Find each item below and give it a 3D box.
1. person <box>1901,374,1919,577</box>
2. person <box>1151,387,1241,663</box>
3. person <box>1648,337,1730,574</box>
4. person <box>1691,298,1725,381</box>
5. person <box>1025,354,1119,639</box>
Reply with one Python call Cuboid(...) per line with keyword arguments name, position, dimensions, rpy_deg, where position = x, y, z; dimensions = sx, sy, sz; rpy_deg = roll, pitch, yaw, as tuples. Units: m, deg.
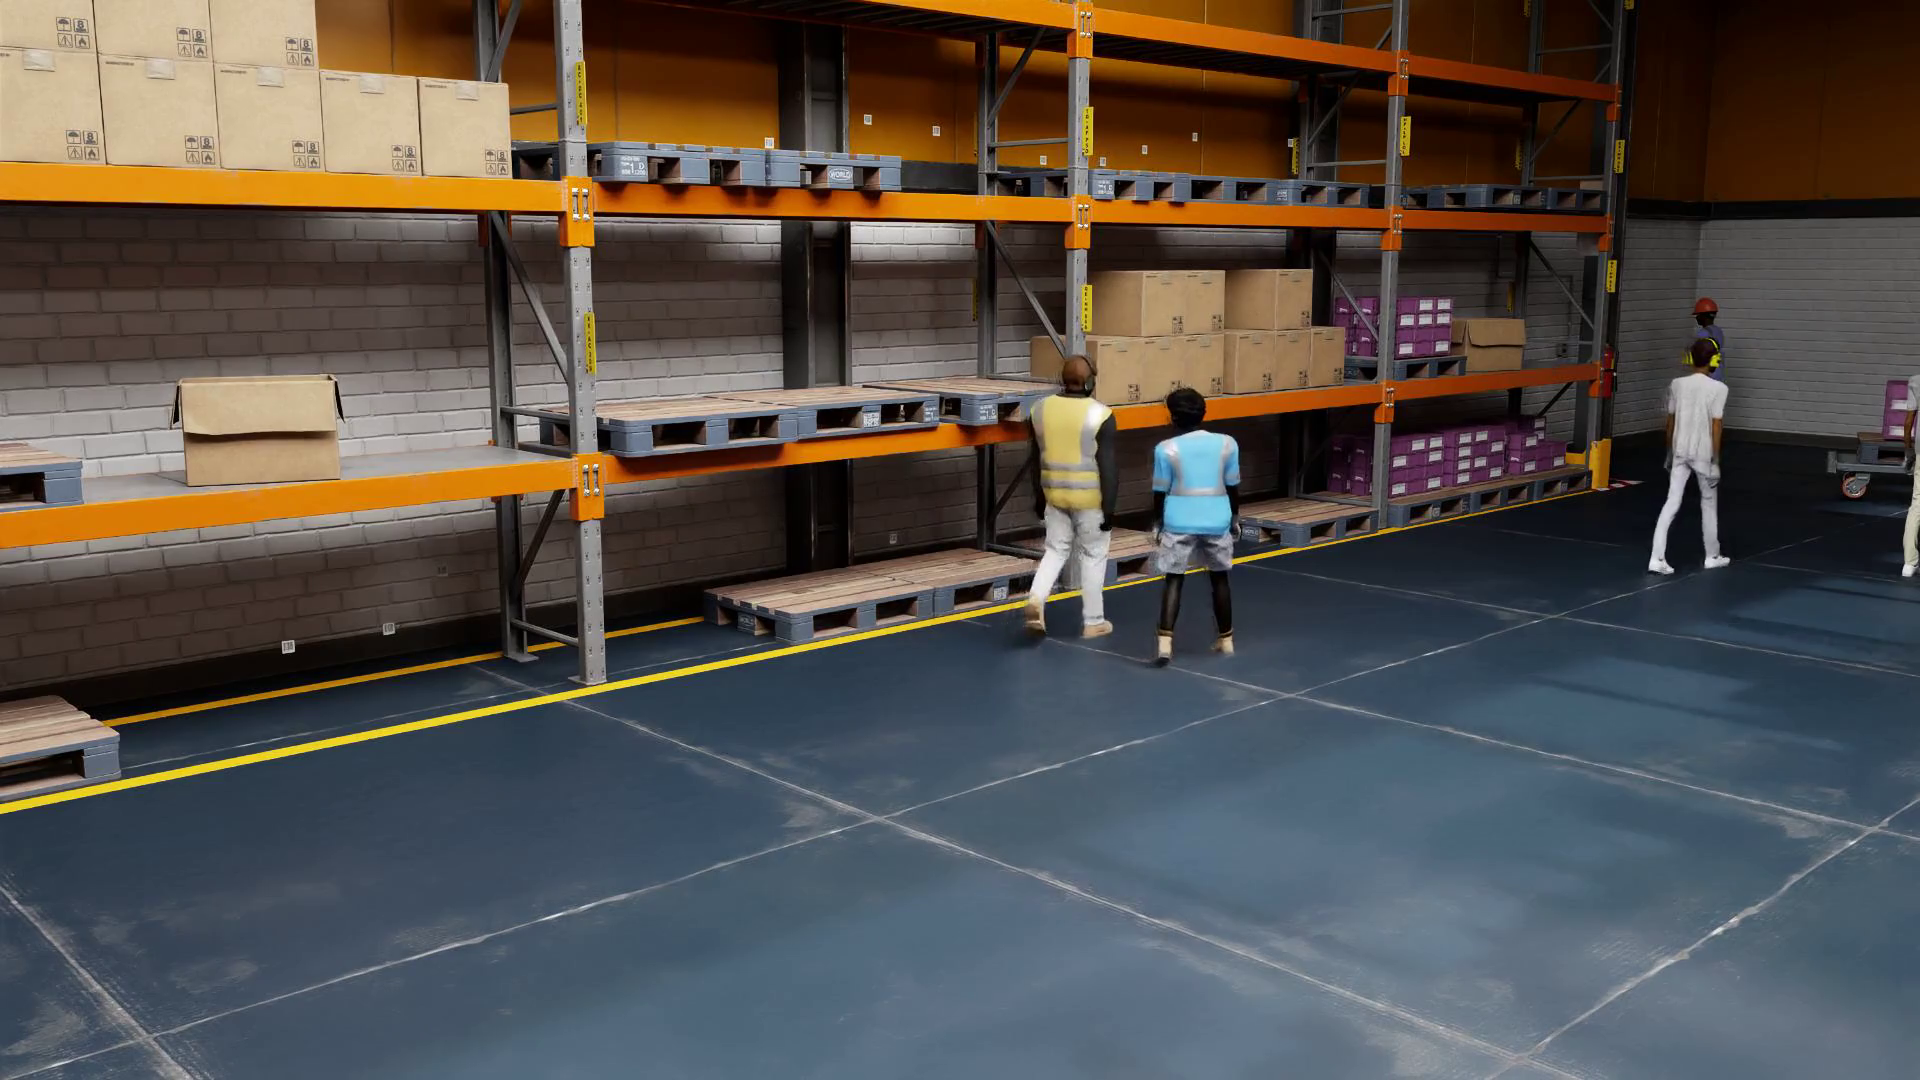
Cuboid(name="person", position=(7.369, -0.626, 12.527), dimensions=(0.327, 1.865, 0.521), rpy_deg=(-7, 12, -34))
Cuboid(name="person", position=(1.419, -0.078, 9.935), dimensions=(0.559, 1.673, 0.596), rpy_deg=(0, 10, -2))
Cuboid(name="person", position=(5.635, -0.645, 12.778), dimensions=(0.962, 1.826, 0.540), rpy_deg=(-7, 12, -35))
Cuboid(name="person", position=(8.894, -1.921, 19.921), dimensions=(0.540, 1.929, 0.382), rpy_deg=(-10, 14, -44))
Cuboid(name="person", position=(0.701, -0.252, 10.447), dimensions=(0.642, 1.825, 0.701), rpy_deg=(6, 12, 33))
